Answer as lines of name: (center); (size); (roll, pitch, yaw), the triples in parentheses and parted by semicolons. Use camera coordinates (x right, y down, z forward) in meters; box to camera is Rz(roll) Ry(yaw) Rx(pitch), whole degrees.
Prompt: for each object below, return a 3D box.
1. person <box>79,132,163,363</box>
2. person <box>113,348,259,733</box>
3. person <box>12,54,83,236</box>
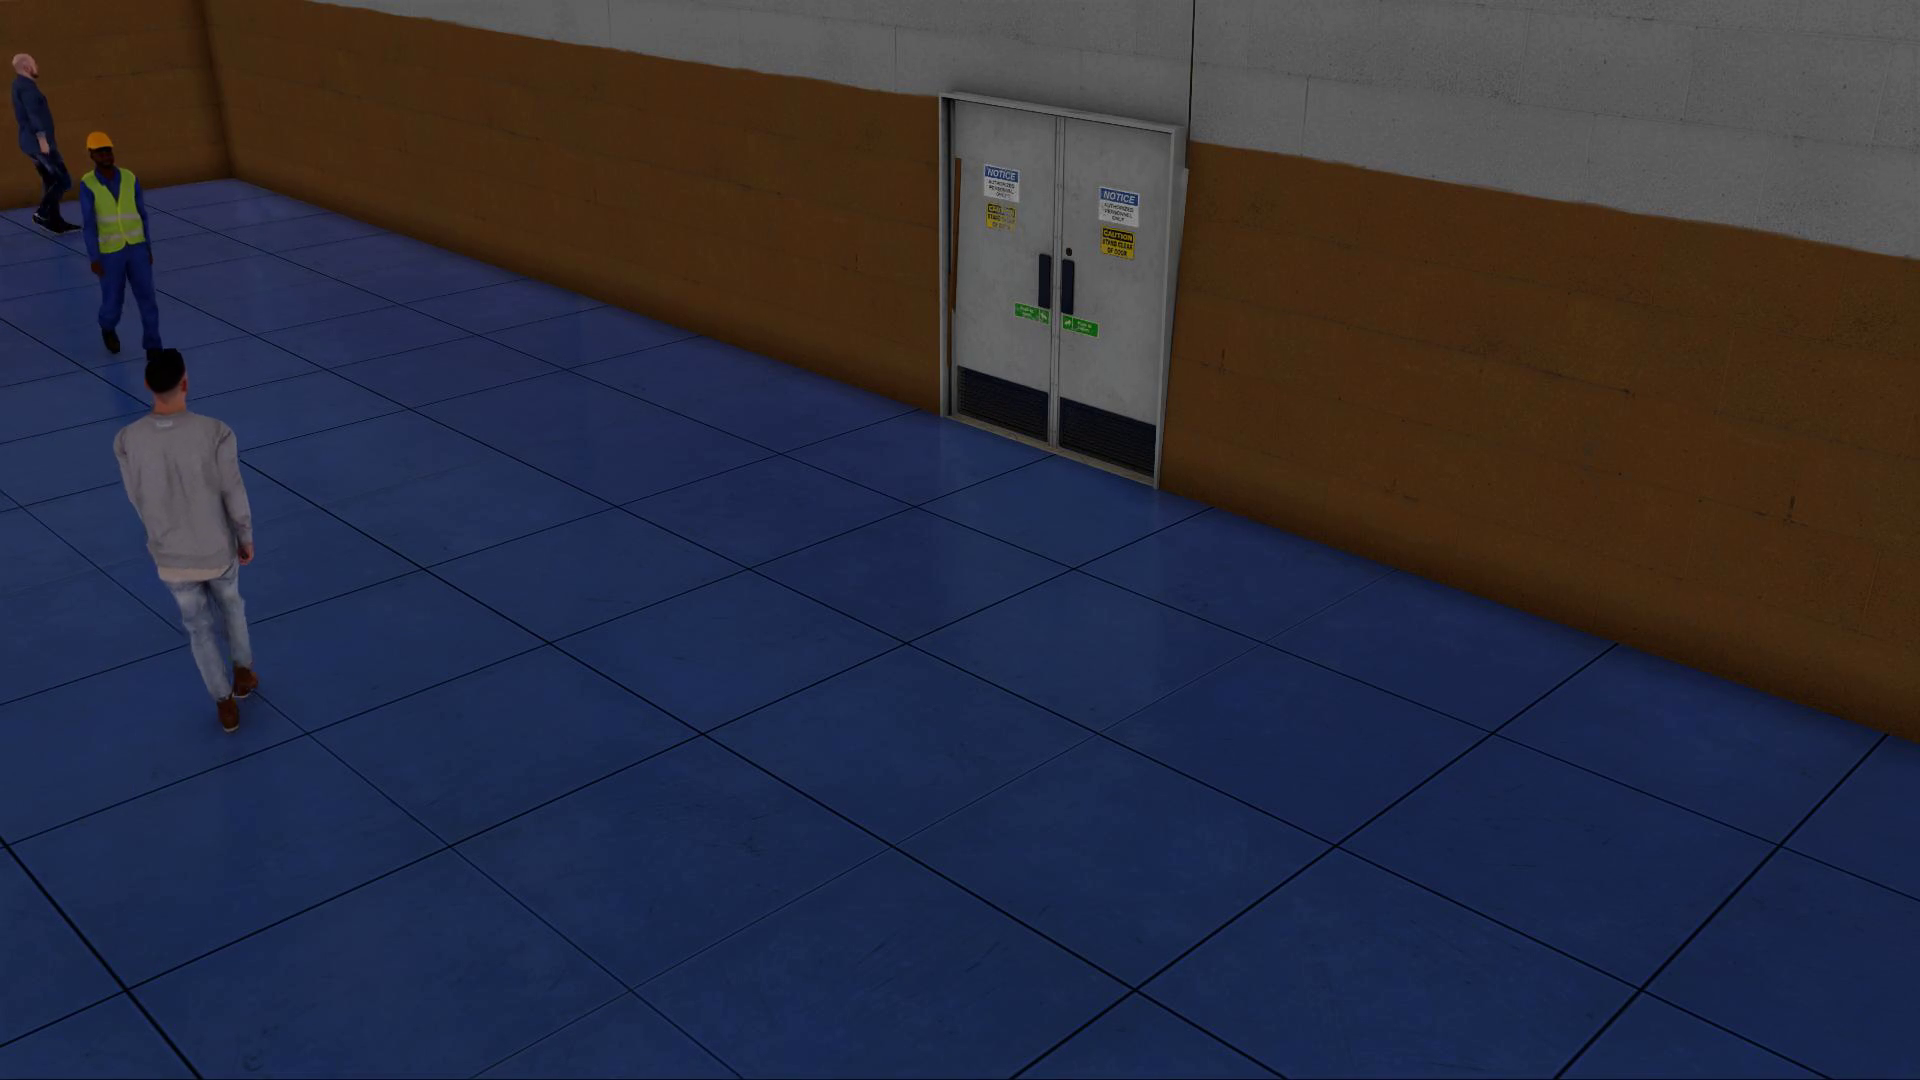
person: (-6.580, -2.266, 12.973); (0.765, 1.790, 1.041); (20, 30, 38)
person: (-3.527, 0.050, 7.648); (0.842, 1.817, 0.895); (-8, 25, -18)
person: (-9.367, -3.971, 16.838); (0.728, 1.815, 0.760); (-18, 30, -36)
